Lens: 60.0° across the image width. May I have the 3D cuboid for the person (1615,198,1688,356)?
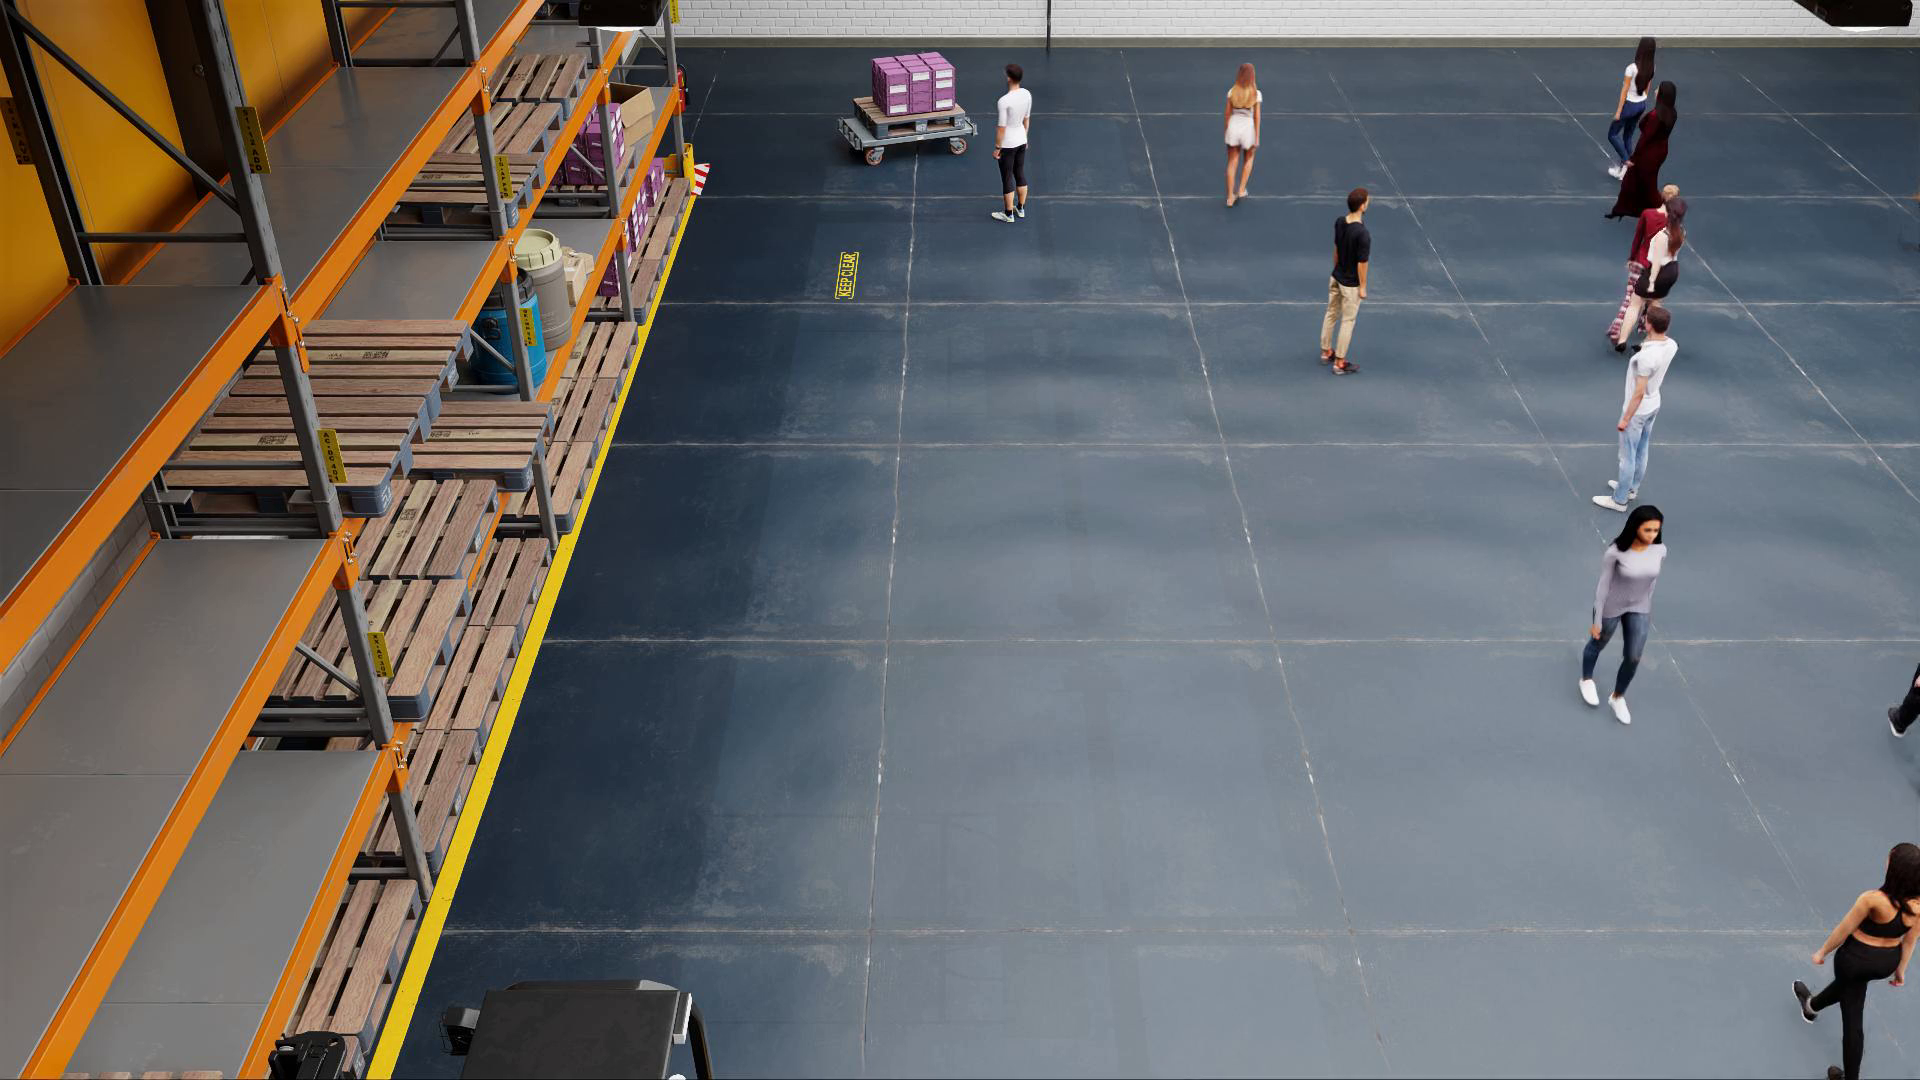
[{"bbox_3d":[6.974,-2.577,16.443,0.768,1.636,0.734,28,43,35],"label":"person"}]

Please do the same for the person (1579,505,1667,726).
[{"bbox_3d":[4.660,0.441,11.829,0.606,1.717,0.725,0,34,1],"label":"person"}]

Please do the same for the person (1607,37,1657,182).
[{"bbox_3d":[8.257,-5.215,20.295,0.758,1.764,0.828,-16,37,-22],"label":"person"}]

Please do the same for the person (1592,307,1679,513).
[{"bbox_3d":[5.754,-1.108,14.035,0.722,1.854,0.779,-28,43,-35],"label":"person"}]

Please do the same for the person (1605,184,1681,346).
[{"bbox_3d":[6.861,-2.713,16.628,1.060,1.658,1.119,29,43,36],"label":"person"}]

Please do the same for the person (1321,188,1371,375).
[{"bbox_3d":[3.755,-2.521,16.157,0.768,1.859,0.628,-15,36,-21],"label":"person"}]

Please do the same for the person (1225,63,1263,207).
[{"bbox_3d":[3.310,-4.773,19.707,0.724,1.680,0.800,11,35,15],"label":"person"}]

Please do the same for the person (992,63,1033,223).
[{"bbox_3d":[0.616,-4.617,19.316,0.743,1.853,0.800,-28,43,-35],"label":"person"}]

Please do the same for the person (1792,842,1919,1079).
[{"bbox_3d":[4.947,2.369,9.034,0.590,1.600,1.053,-1,34,-1],"label":"person"}]

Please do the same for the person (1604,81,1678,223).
[{"bbox_3d":[7.966,-4.324,18.992,1.101,1.723,1.112,22,40,30],"label":"person"}]
